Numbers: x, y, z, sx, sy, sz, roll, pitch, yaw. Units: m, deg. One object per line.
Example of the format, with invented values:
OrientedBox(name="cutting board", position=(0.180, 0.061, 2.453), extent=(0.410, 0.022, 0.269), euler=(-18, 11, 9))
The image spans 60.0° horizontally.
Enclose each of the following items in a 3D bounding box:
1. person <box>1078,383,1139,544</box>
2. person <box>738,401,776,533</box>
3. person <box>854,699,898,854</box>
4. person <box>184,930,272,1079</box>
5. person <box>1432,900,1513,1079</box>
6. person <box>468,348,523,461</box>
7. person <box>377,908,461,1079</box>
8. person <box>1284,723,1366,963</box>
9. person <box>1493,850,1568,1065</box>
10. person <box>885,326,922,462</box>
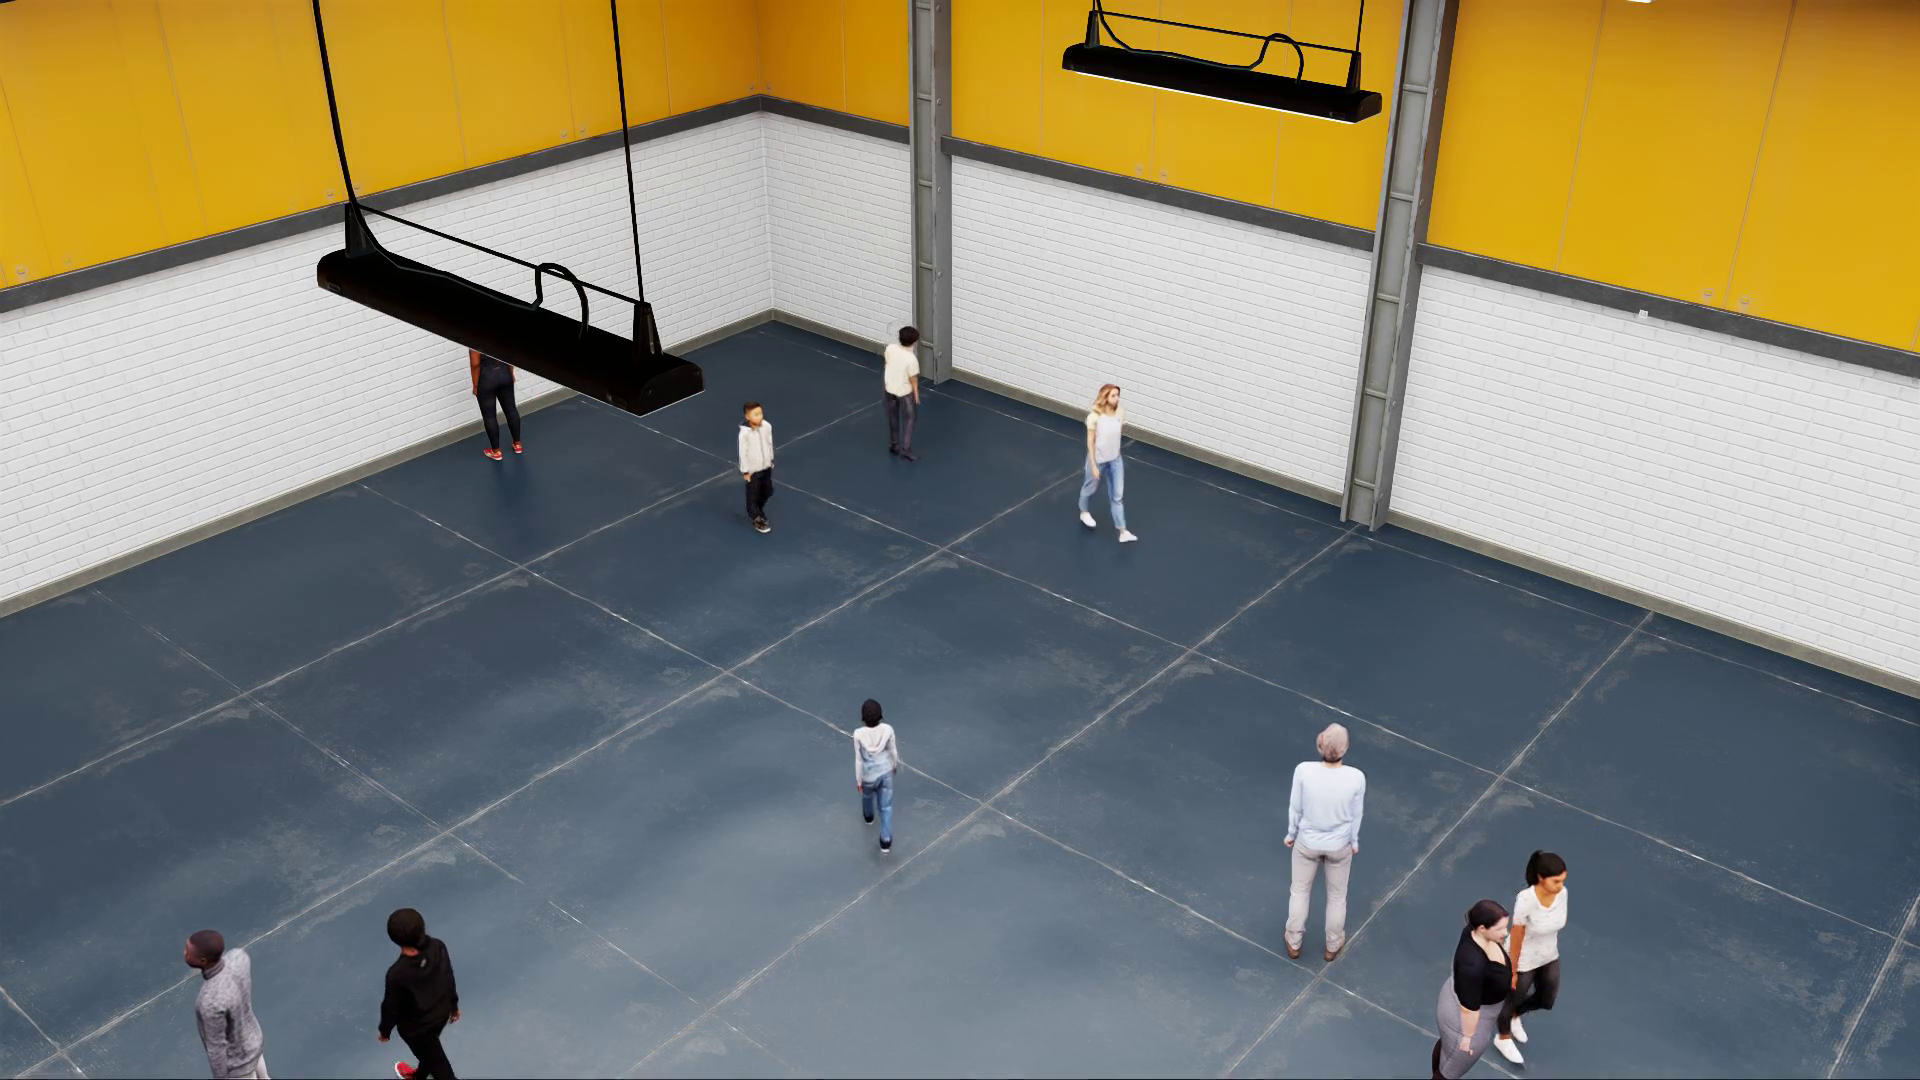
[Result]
OrientedBox(name="person", position=(1.389, -0.812, 16.896), extent=(0.913, 1.665, 1.218), euler=(-15, 32, -25))
OrientedBox(name="person", position=(-2.133, -0.782, 17.066), extent=(0.574, 1.449, 0.600), euler=(23, 36, 36))
OrientedBox(name="person", position=(-0.624, 1.786, 12.576), extent=(0.830, 1.240, 0.911), euler=(-4, 29, -7))
OrientedBox(name="person", position=(-4.201, 3.006, 9.718), extent=(0.788, 1.836, 0.719), euler=(-3, 29, -6))
OrientedBox(name="person", position=(3.042, 2.870, 10.050), extent=(0.743, 1.757, 0.756), euler=(10, 30, 17))
OrientedBox(name="person", position=(-5.192, -1.777, 18.510), extent=(0.717, 1.814, 0.688), euler=(-21, 35, -33))
OrientedBox(name="person", position=(-3.161, 2.940, 10.039), extent=(1.022, 1.645, 0.720), euler=(15, 32, 25))
OrientedBox(name="person", position=(2.482, 2.072, 11.370), extent=(0.670, 1.893, 0.805), euler=(7, 29, 13))
OrientedBox(name="person", position=(3.595, 2.613, 10.644), extent=(0.692, 1.639, 0.736), euler=(-10, 30, -17))
OrientedBox(name="person", position=(-0.696, -1.661, 18.556), extent=(0.504, 1.566, 0.720), euler=(8, 30, 14))
